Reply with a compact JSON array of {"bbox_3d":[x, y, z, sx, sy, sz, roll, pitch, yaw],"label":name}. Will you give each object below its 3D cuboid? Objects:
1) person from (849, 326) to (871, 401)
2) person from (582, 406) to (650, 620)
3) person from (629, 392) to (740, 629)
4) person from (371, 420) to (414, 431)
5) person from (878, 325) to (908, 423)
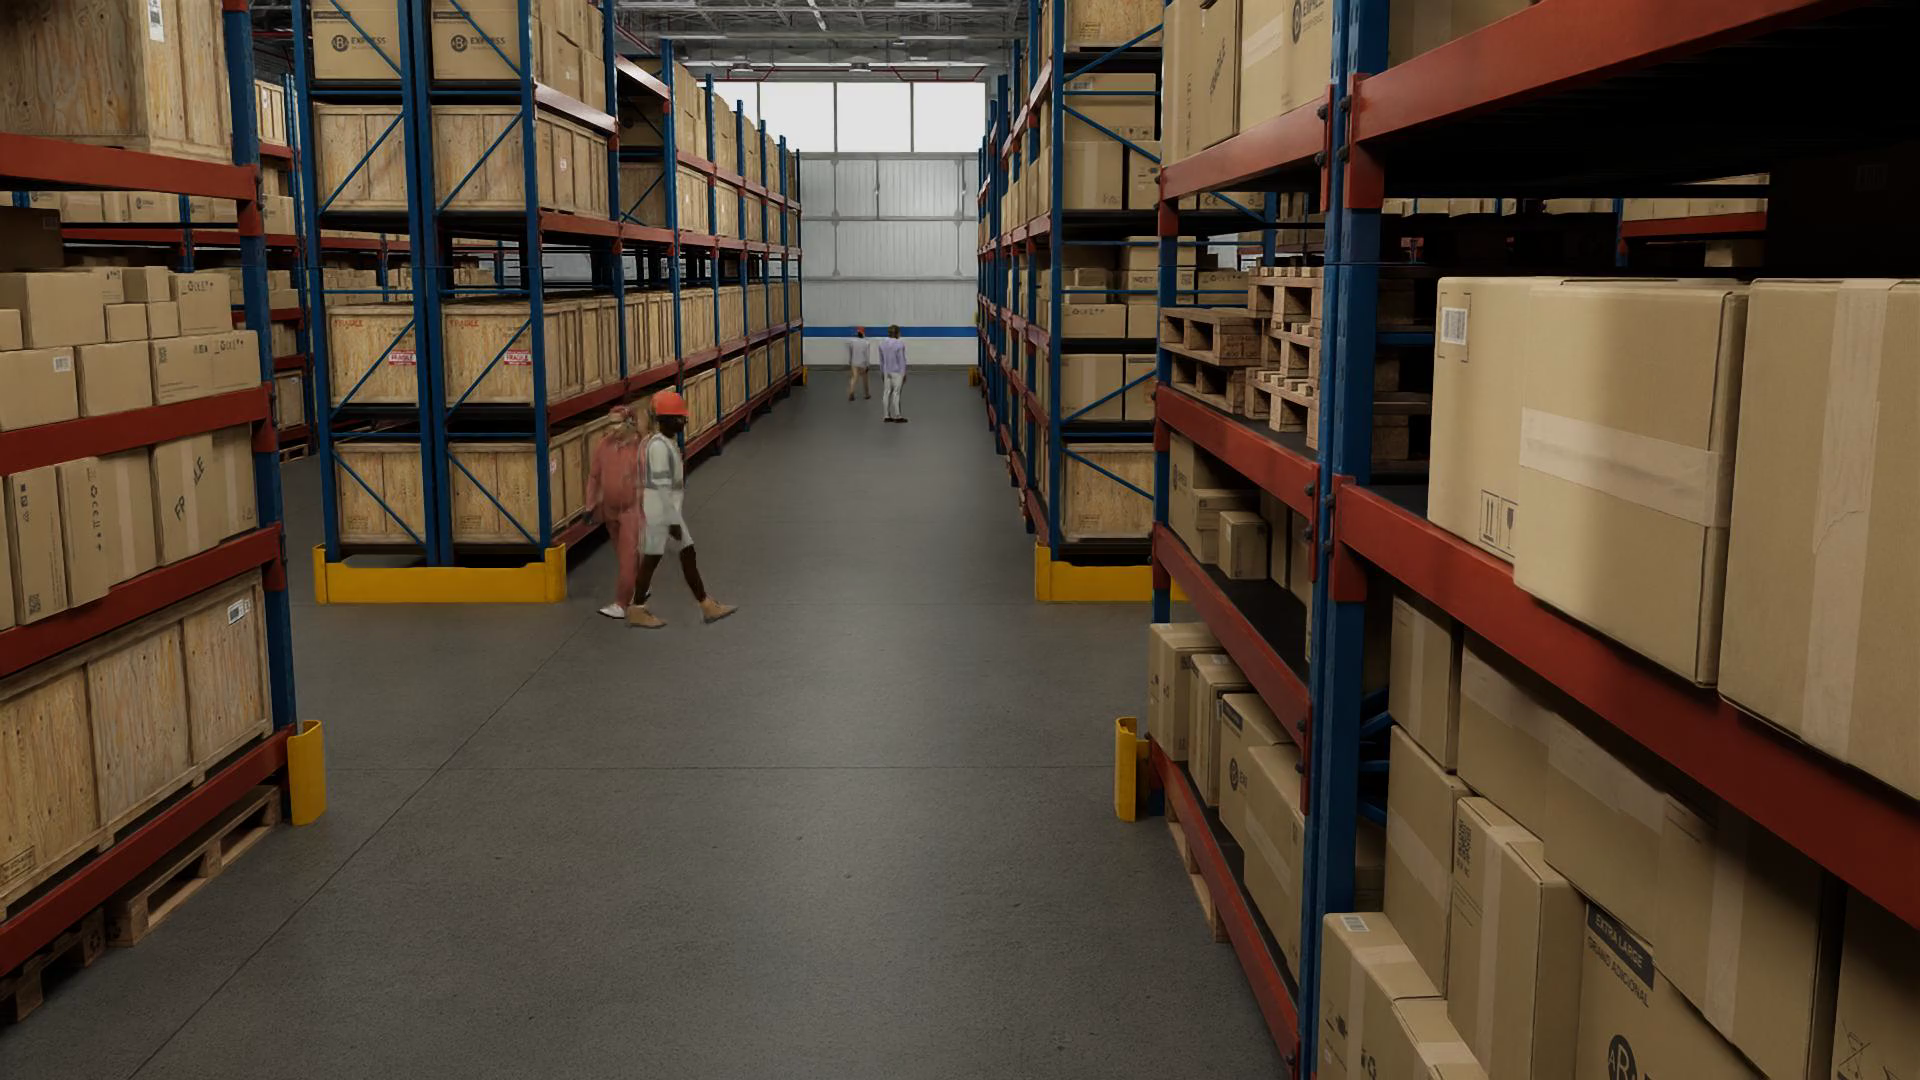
[{"bbox_3d":[-2.339,-4.081,38.440,0.560,1.721,0.854,3,10,19],"label":"person"},{"bbox_3d":[-2.969,-0.261,14.657,0.639,1.841,1.061,3,10,20],"label":"person"},{"bbox_3d":[-2.356,-0.232,13.978,1.000,1.994,0.633,0,9,2],"label":"person"},{"bbox_3d":[-7.899,-1.688,23.185,0.639,1.909,0.407,-5,10,-28],"label":"person"},{"bbox_3d":[-1.317,-3.267,32.783,0.627,1.935,0.371,7,12,37],"label":"person"}]
